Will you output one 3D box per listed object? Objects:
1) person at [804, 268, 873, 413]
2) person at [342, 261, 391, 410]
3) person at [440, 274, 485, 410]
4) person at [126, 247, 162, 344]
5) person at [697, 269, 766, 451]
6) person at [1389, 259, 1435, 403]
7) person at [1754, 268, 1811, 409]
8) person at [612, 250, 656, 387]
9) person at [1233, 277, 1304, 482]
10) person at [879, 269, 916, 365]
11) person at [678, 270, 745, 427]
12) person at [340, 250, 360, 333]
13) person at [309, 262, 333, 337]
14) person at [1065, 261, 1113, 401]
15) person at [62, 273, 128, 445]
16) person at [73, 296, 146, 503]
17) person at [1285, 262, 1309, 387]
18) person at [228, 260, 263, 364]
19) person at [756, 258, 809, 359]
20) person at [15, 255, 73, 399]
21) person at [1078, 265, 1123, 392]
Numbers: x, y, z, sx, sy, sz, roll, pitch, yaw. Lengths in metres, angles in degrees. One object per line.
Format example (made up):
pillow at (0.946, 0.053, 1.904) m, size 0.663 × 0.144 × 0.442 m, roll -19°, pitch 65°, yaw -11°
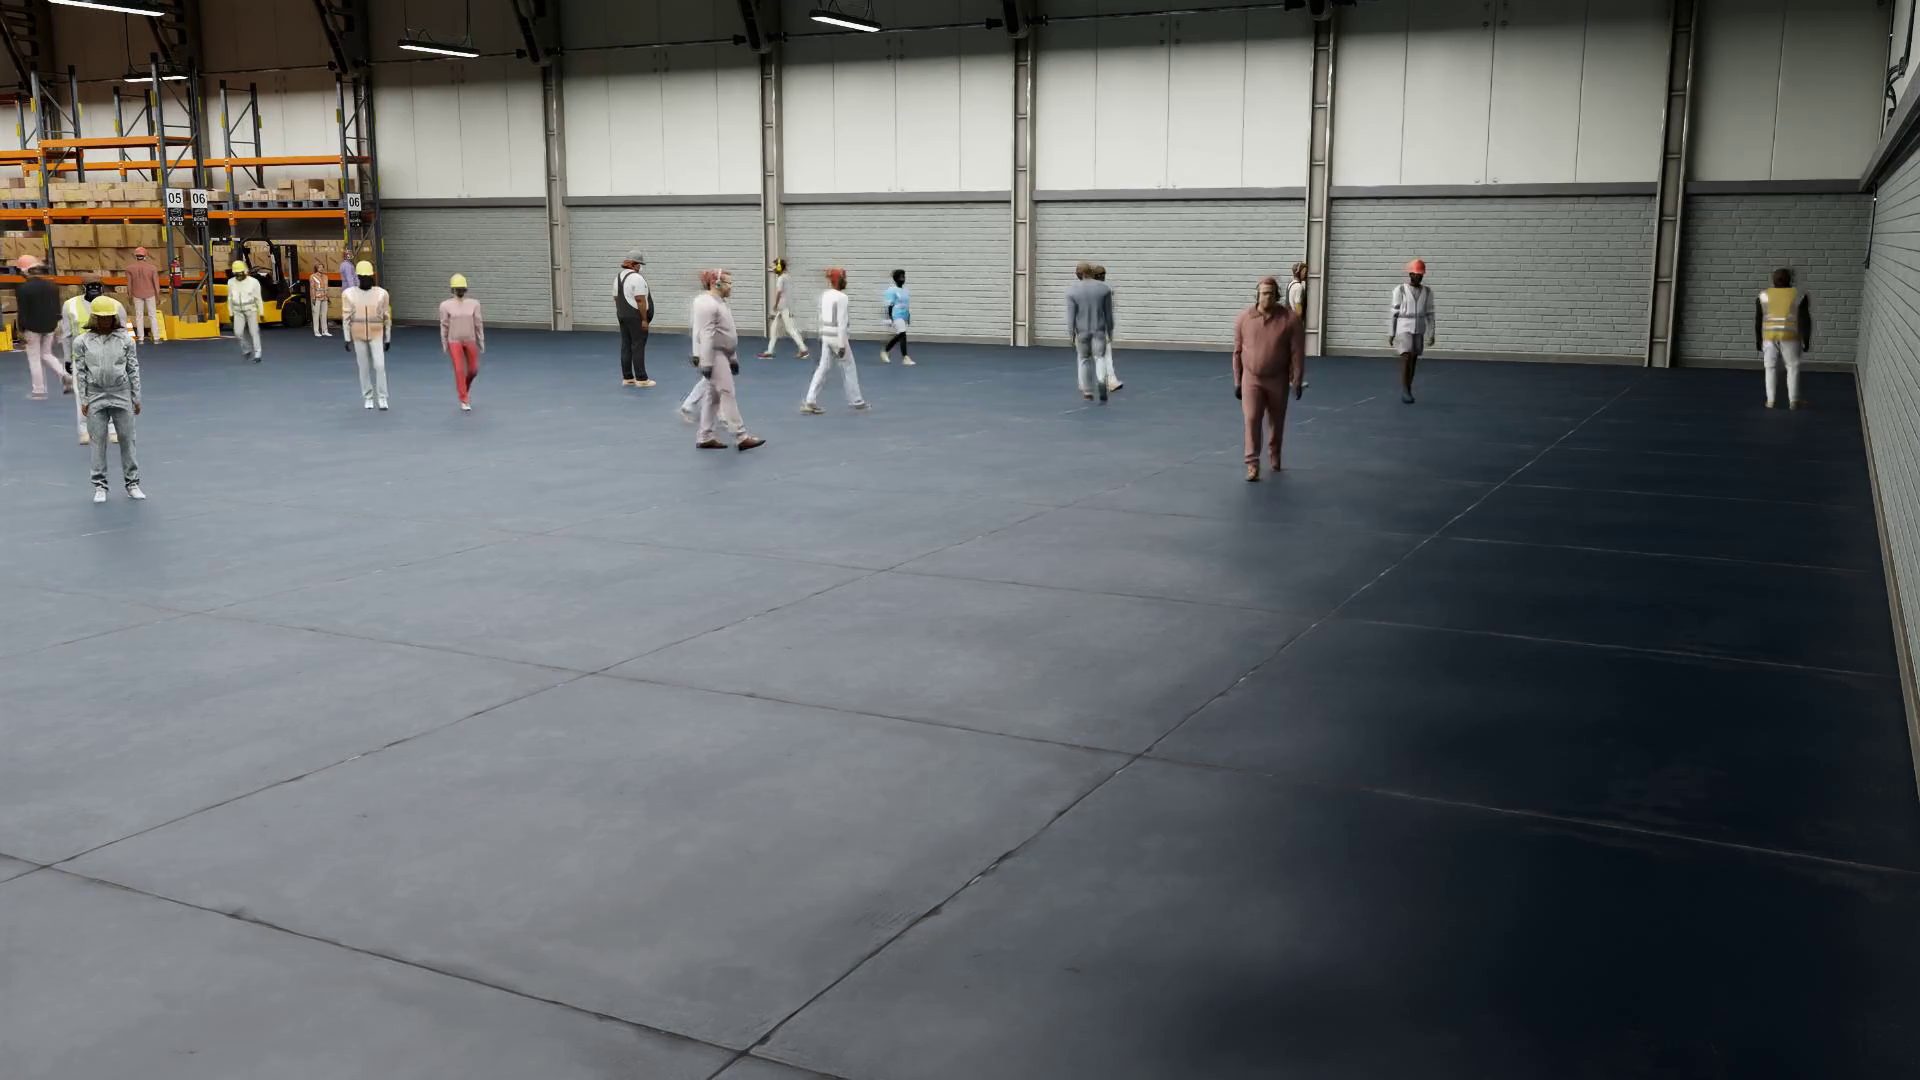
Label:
person at (-1.583, -2.508, 20.997) m, size 0.976 × 1.838 × 0.593 m, roll -8°, pitch 13°, yaw -36°
person at (-7.596, -2.606, 21.329) m, size 0.588 × 1.894 × 0.892 m, roll -3°, pitch 11°, yaw -18°
person at (-6.441, -2.564, 21.495) m, size 0.538 × 1.750 × 0.578 m, roll -6°, pitch 12°, yaw -29°
person at (-16.838, -5.034, 34.321) m, size 0.614 × 1.993 × 0.395 m, roll -3°, pitch 11°, yaw -18°
person at (-2.397, -1.876, 17.390) m, size 0.785 × 1.879 × 0.677 m, roll 0°, pitch 10°, yaw 2°
person at (6.073, -2.768, 22.172) m, size 0.580 × 1.911 × 0.751 m, roll -1°, pitch 10°, yaw -7°
person at (10.705, -2.620, 21.670) m, size 0.679 × 1.817 × 0.432 m, roll 8°, pitch 13°, yaw 36°
person at (-4.826, -3.310, 24.794) m, size 0.537 × 2.000 × 0.675 m, roll -9°, pitch 14°, yaw -42°
person at (2.868, -1.514, 15.489) m, size 0.653 × 1.872 × 0.948 m, roll 2°, pitch 11°, yaw 12°
person at (-1.102, -3.870, 28.861) m, size 0.793 × 1.665 × 0.532 m, roll 6°, pitch 12°, yaw 31°
person at (-2.970, -2.249, 19.545) m, size 0.936 × 1.853 × 0.582 m, roll 5°, pitch 11°, yaw 24°
person at (-14.071, -5.741, 38.416) m, size 0.408 × 1.909 × 0.638 m, roll -6°, pitch 12°, yaw -29°
person at (-14.201, -5.335, 36.928) m, size 0.310 × 1.642 × 0.514 m, roll 5°, pitch 11°, yaw 24°
person at (1.754, -2.785, 22.328) m, size 0.682 × 1.904 × 0.778 m, roll -1°, pitch 10°, yaw -4°
person at (-9.297, -1.947, 17.928) m, size 0.646 × 1.834 × 0.429 m, roll -5°, pitch 11°, yaw -23°
person at (-7.170, -1.183, 14.036) m, size 0.486 × 1.737 × 0.326 m, roll -6°, pitch 12°, yaw -31°
person at (4.986, -3.189, 24.677) m, size 0.351 × 1.843 × 0.506 m, roll -1°, pitch 10°, yaw -6°
person at (-12.481, -3.976, 29.069) m, size 0.654 × 1.800 × 0.461 m, roll 0°, pitch 10°, yaw -2°
person at (-3.196, -4.189, 30.201) m, size 0.966 × 1.832 × 0.527 m, roll 0°, pitch 10°, yaw -2°
person at (-12.533, -2.893, 22.678) m, size 0.592 × 1.977 × 0.641 m, roll 3°, pitch 11°, yaw 18°
person at (1.983, -3.026, 23.919) m, size 0.650 × 1.824 × 0.753 m, roll -6°, pitch 12°, yaw -29°
